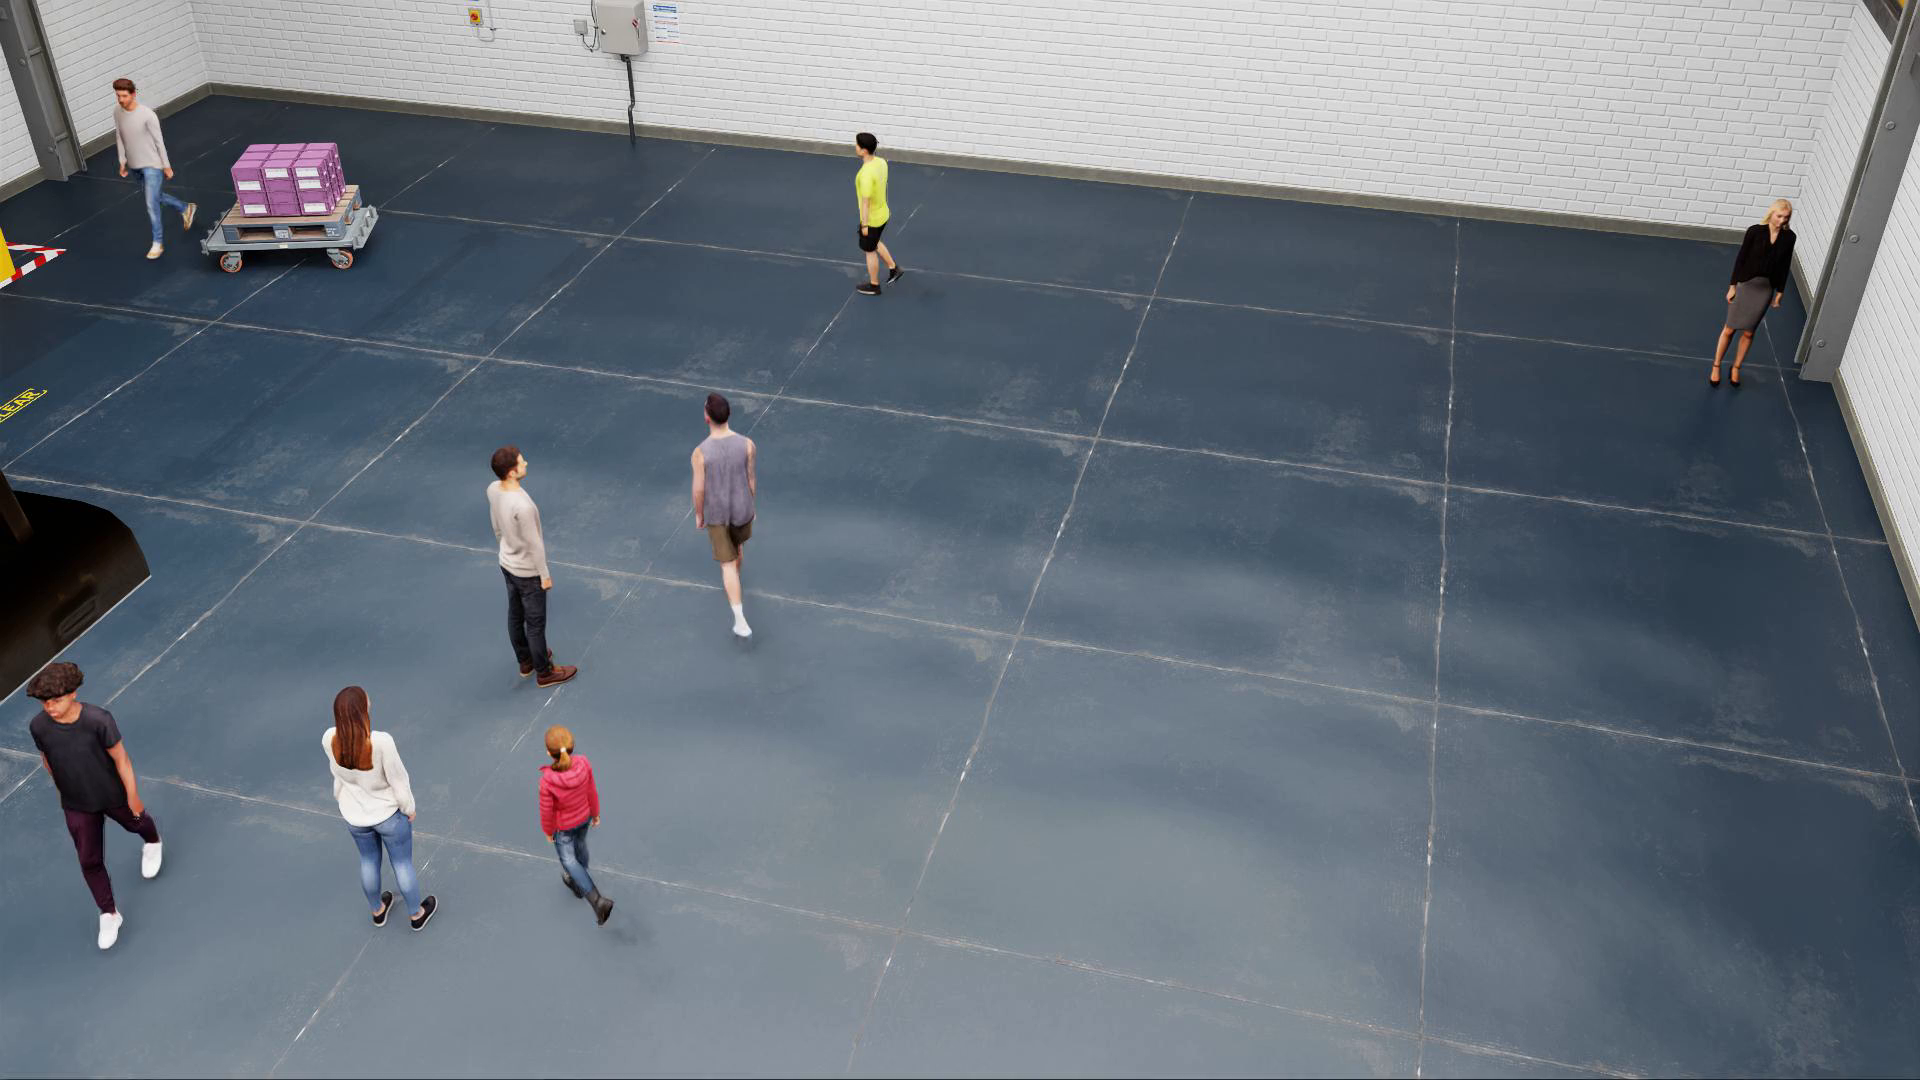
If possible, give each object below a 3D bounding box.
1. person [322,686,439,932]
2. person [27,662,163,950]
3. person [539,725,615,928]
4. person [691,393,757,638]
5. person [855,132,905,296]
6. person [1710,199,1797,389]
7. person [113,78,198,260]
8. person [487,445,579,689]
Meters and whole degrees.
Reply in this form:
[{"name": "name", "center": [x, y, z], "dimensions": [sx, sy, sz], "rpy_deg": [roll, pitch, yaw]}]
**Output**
[{"name": "person", "center": [-3.324, 1.540, 9.471], "dimensions": [0.625, 1.689, 0.575], "rpy_deg": [5, 34, 8]}, {"name": "person", "center": [-4.976, 1.393, 9.642], "dimensions": [0.948, 1.746, 1.185], "rpy_deg": [-5, 34, -8]}, {"name": "person", "center": [-2.211, 1.663, 9.639], "dimensions": [0.846, 1.299, 0.826], "rpy_deg": [-28, 43, -35]}, {"name": "person", "center": [-1.641, -0.146, 11.913], "dimensions": [1.069, 1.802, 1.248], "rpy_deg": [-12, 35, -17]}, {"name": "person", "center": [-0.789, -3.263, 16.692], "dimensions": [0.724, 1.696, 0.682], "rpy_deg": [11, 35, 16]}, {"name": "person", "center": [7.139, -2.222, 14.997], "dimensions": [0.616, 1.838, 0.542], "rpy_deg": [7, 34, 10]}, {"name": "person", "center": [-8.562, -3.998, 17.642], "dimensions": [0.676, 1.867, 1.165], "rpy_deg": [10, 35, 15]}, {"name": "person", "center": [-2.993, 0.176, 11.365], "dimensions": [0.736, 1.866, 0.743], "rpy_deg": [-29, 43, -36]}]
